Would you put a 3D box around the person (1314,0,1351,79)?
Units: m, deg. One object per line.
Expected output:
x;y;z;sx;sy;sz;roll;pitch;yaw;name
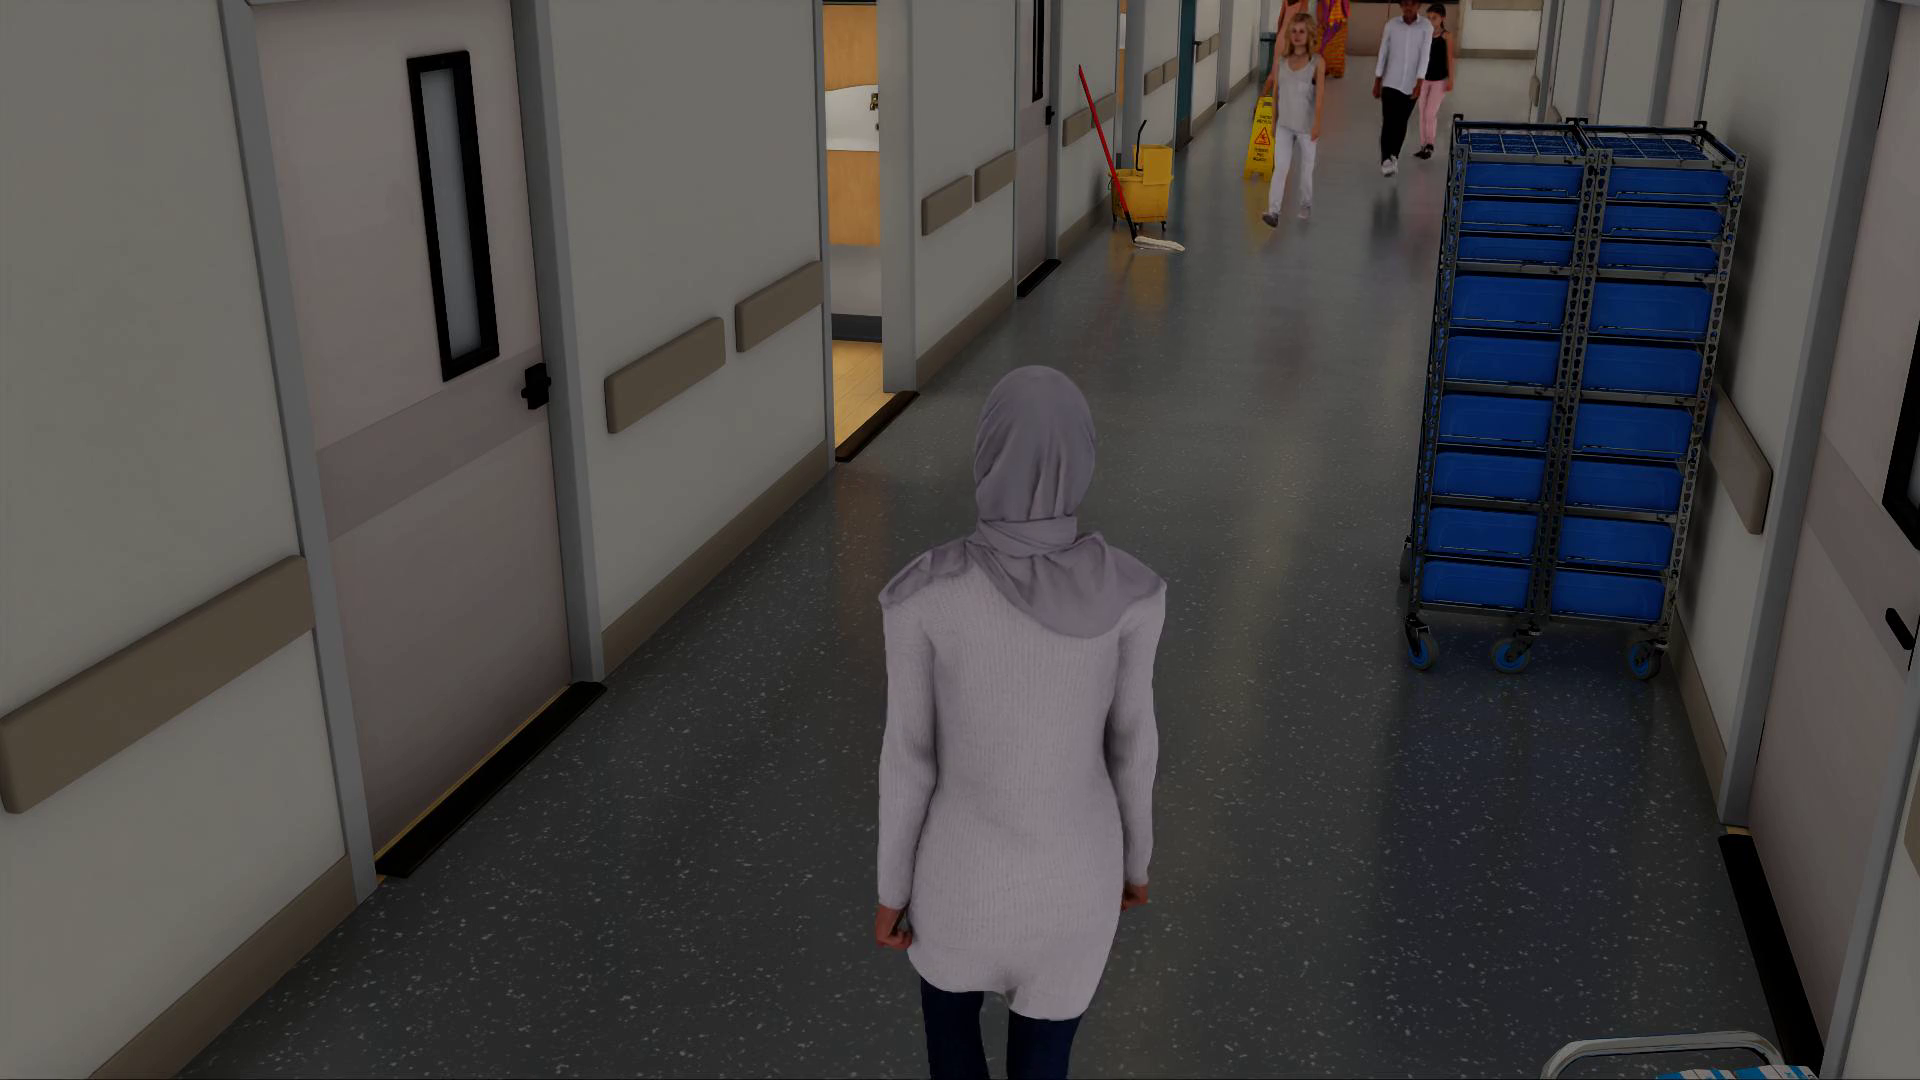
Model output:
5.682;-7.872;25.258;1.008;1.643;1.036;-14;25;-32;person

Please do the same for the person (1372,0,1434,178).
4.211;-4.358;15.827;0.681;1.768;1.011;6;21;14;person

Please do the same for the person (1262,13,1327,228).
2.742;-3.330;13.318;0.770;1.622;1.140;10;23;26;person

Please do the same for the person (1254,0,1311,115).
3.936;-5.989;20.078;0.949;1.806;0.876;-17;26;-37;person

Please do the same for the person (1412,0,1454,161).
4.836;-4.642;16.899;0.765;1.538;0.722;-19;28;-41;person

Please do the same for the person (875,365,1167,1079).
0.093;0.610;2.715;0.704;1.765;0.683;-1;21;-3;person
